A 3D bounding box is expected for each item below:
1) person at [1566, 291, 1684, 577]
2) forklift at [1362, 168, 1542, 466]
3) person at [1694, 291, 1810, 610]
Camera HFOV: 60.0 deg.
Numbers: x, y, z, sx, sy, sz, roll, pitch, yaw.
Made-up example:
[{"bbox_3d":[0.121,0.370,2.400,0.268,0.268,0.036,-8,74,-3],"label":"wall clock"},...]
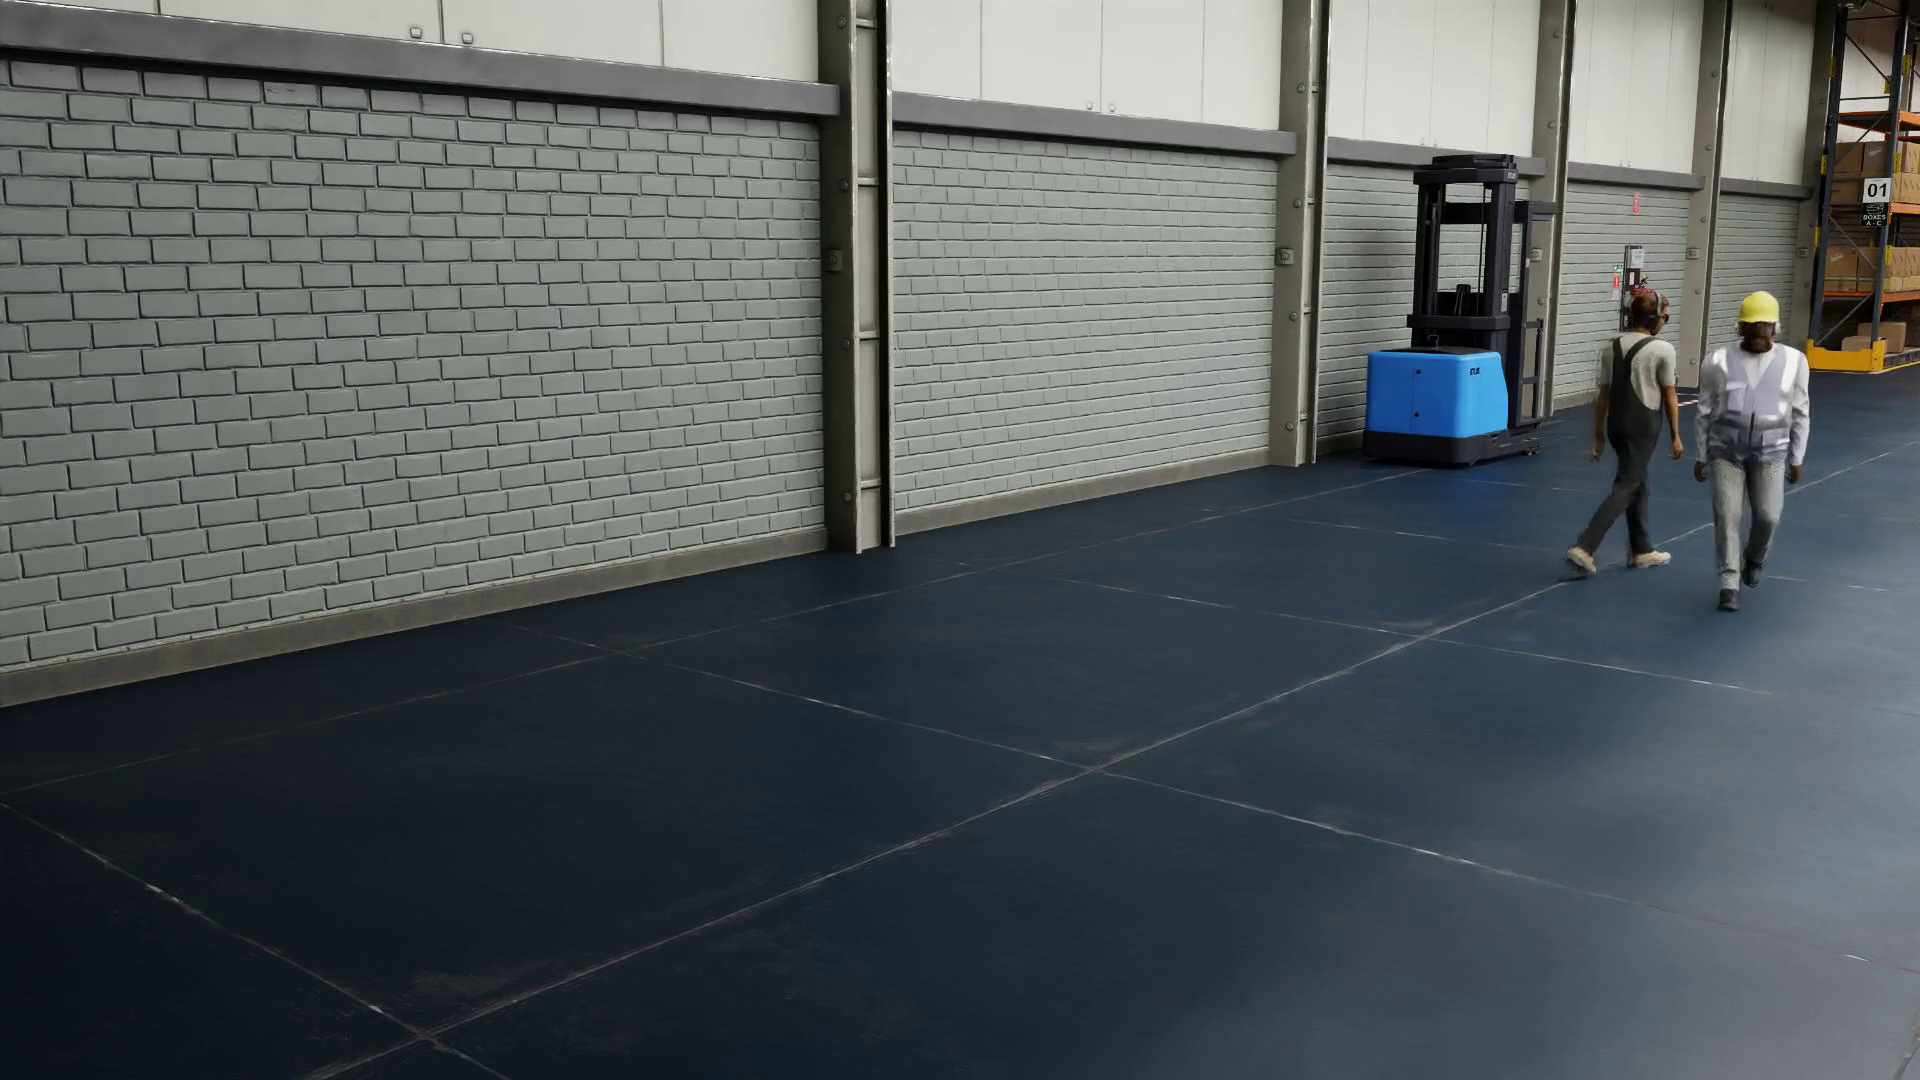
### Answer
[{"bbox_3d":[4.204,-0.666,10.485,0.950,1.802,0.497,-4,11,-22],"label":"person"},{"bbox_3d":[4.875,-2.212,16.287,1.129,2.768,1.873,8,13,40],"label":"forklift"},{"bbox_3d":[4.549,-0.527,9.598,0.599,1.815,0.574,4,11,22],"label":"person"}]
